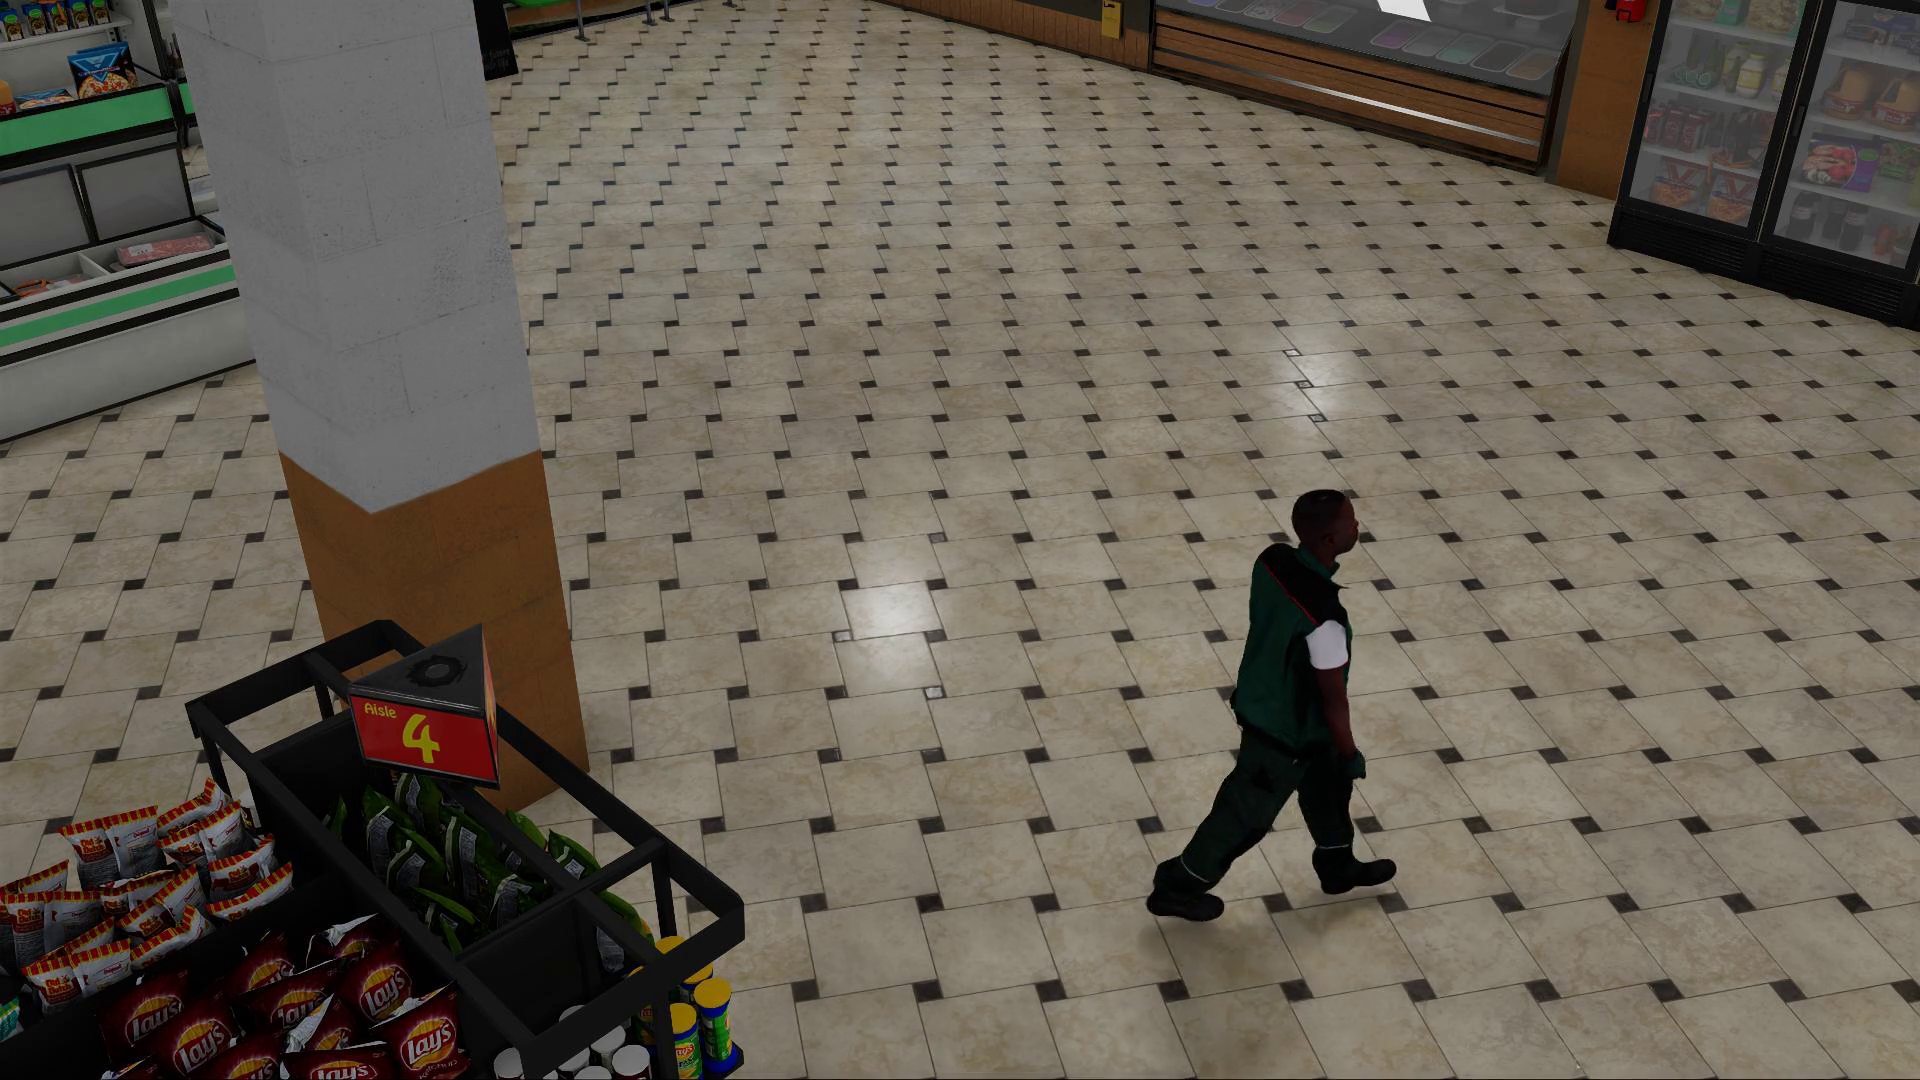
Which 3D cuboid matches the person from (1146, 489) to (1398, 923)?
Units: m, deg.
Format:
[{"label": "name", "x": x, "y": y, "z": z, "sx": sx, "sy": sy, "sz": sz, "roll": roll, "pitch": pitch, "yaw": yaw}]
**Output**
[{"label": "person", "x": 1.065, "y": 0.669, "z": 5.819, "sx": 1.311, "sy": 1.790, "sz": 1.164, "roll": -4, "pitch": 32, "yaw": -7}]
